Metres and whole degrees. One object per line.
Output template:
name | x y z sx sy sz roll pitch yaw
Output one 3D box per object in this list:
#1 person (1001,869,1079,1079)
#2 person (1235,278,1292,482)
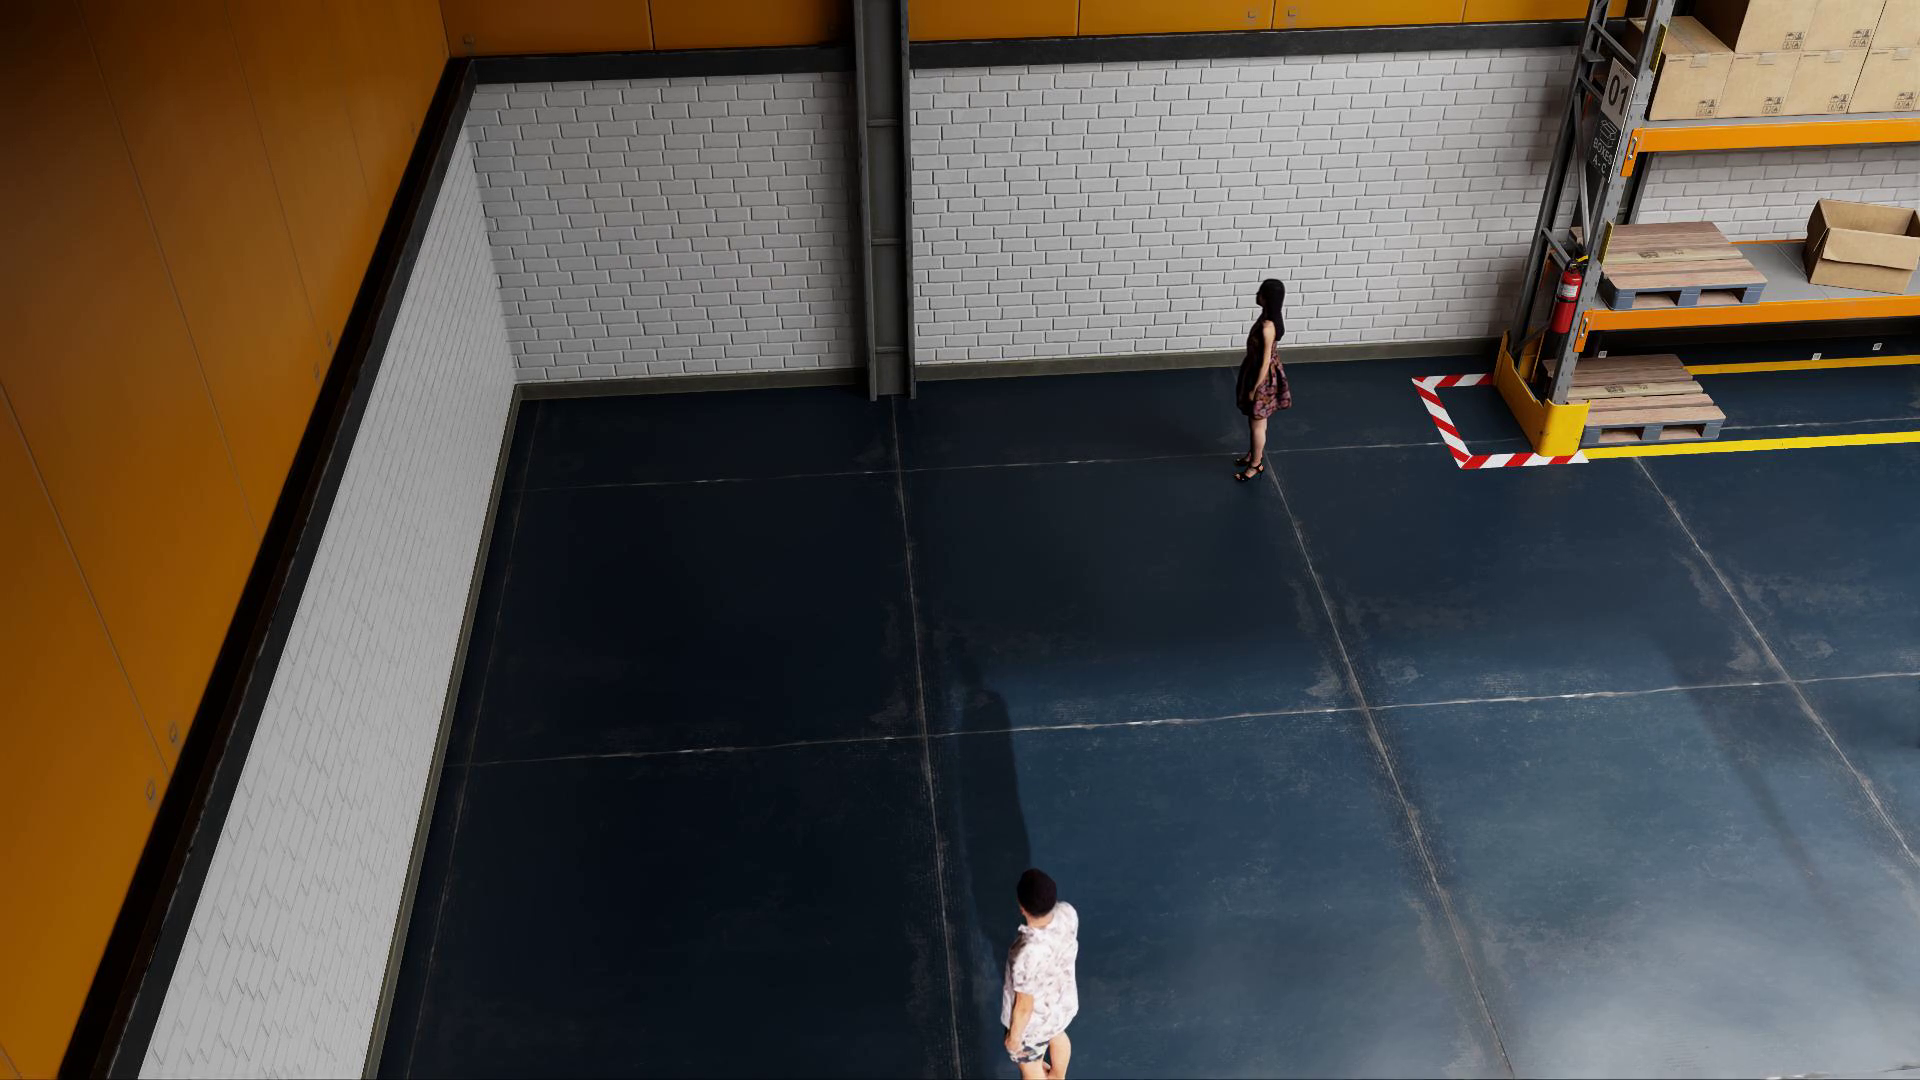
person | 0.415 2.315 8.368 0.790 1.816 0.753 23 44 26
person | 2.310 -1.235 12.846 0.769 1.774 0.750 8 39 10
